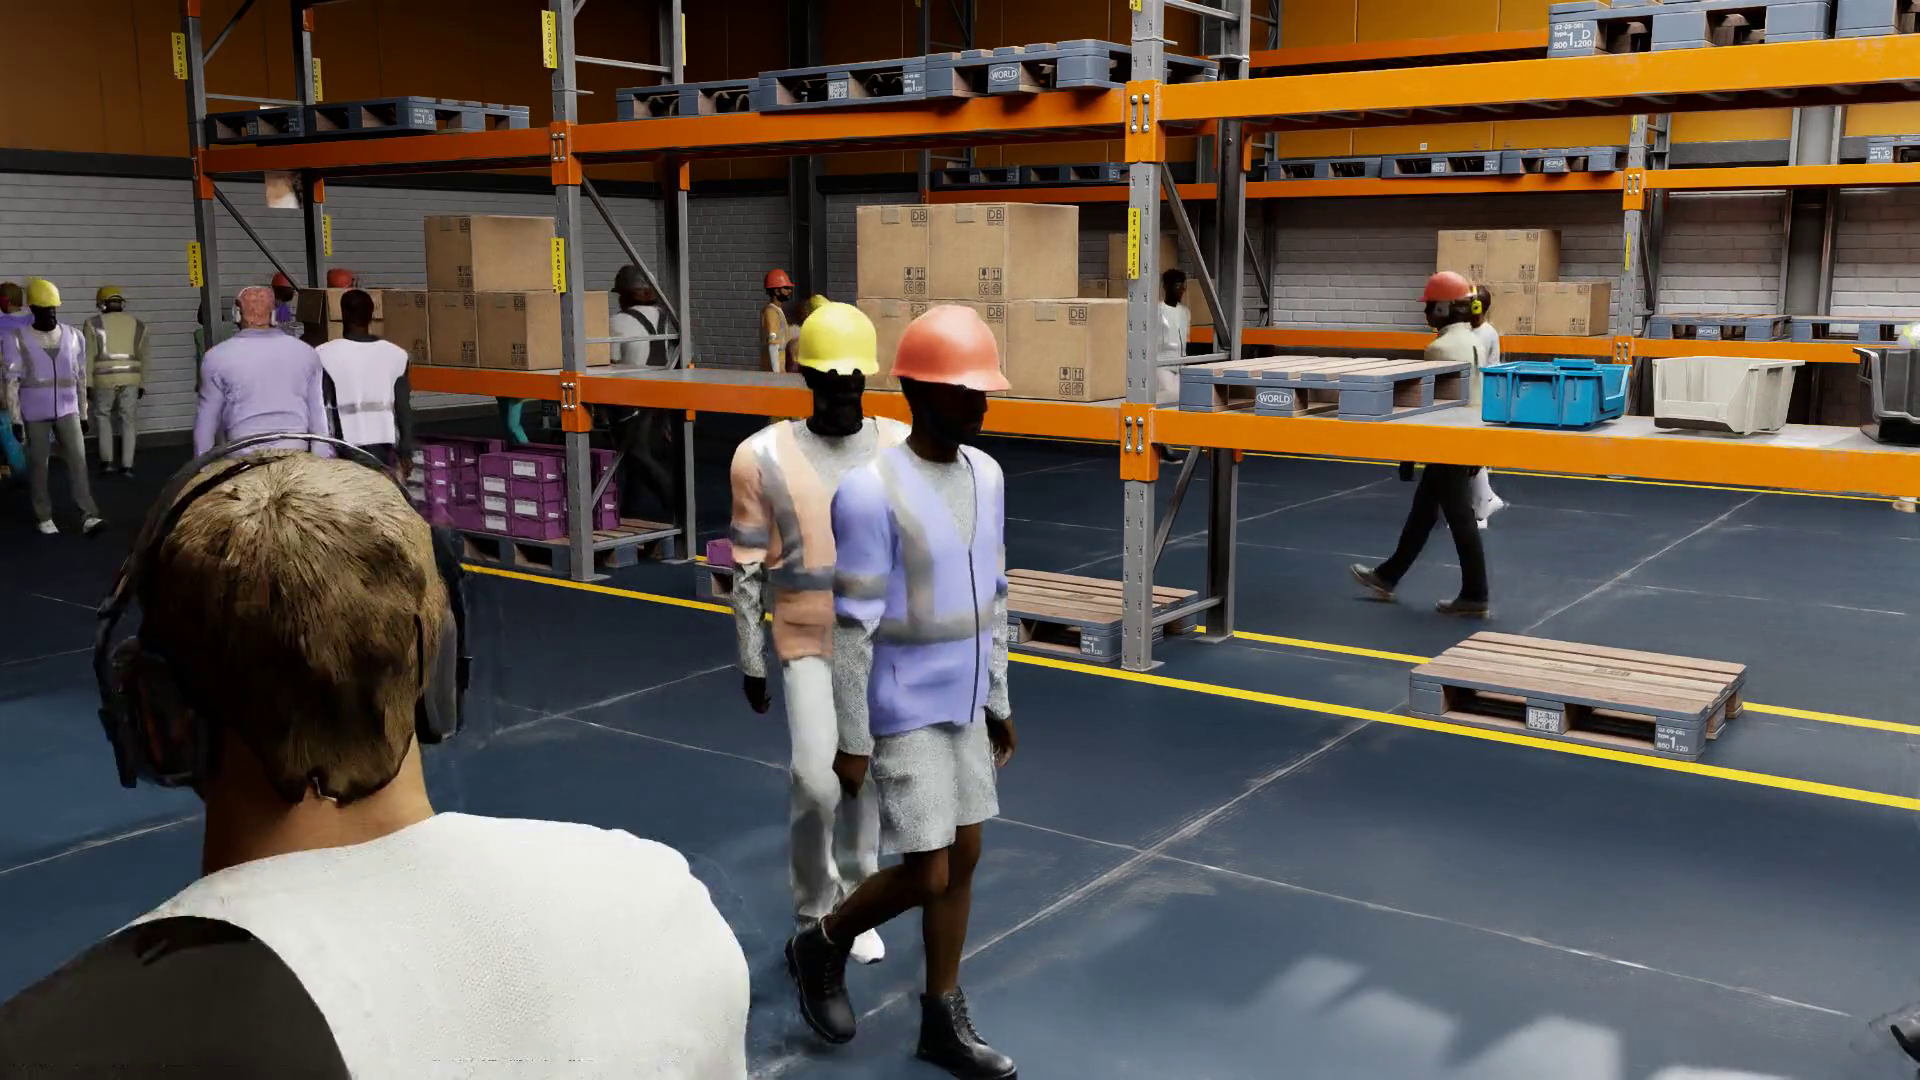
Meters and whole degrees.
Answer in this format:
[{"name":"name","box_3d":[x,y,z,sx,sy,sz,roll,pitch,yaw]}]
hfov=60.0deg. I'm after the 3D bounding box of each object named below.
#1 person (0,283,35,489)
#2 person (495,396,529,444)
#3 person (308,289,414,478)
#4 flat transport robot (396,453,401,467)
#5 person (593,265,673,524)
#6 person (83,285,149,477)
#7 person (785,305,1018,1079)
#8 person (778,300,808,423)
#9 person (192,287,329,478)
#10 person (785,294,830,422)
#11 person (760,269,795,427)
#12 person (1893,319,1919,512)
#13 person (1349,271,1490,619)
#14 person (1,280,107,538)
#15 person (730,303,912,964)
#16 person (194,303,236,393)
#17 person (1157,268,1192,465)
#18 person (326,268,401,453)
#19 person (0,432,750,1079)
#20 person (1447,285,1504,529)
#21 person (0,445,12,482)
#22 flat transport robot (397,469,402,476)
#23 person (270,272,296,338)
[{"name":"person","box_3d":[-8.298,-1.350,14.712,0.446,1.830,0.577,5,11,26]},{"name":"person","box_3d":[-4.209,-1.429,15.445,0.427,1.740,0.537,-9,13,-42]},{"name":"person","box_3d":[-3.617,-0.586,10.114,1.052,1.864,0.590,8,12,39]},{"name":"flat transport robot","box_3d":[-5.146,-0.637,15.094,0.652,0.197,1.431,-3,10,-18]},{"name":"person","box_3d":[-2.327,-1.051,12.296,0.928,2.000,0.683,6,11,31]},{"name":"person","box_3d":[-7.939,-1.487,15.640,0.613,1.789,0.565,-9,13,-42]},{"name":"person","box_3d":[-0.110,0.392,4.068,0.566,1.923,0.556,7,12,35]},{"name":"person","box_3d":[-1.705,-1.771,17.853,0.681,1.615,0.505,9,13,43]},{"name":"person","box_3d":[-3.906,-0.455,9.225,0.675,1.869,0.856,-9,13,-42]},{"name":"person","box_3d":[-1.077,-0.982,12.702,0.524,1.770,0.315,-4,10,-23]},{"name":"person","box_3d":[-1.765,-1.651,16.164,0.350,1.942,0.547,0,10,-3]},{"name":"person","box_3d":[7.761,-1.113,13.292,0.665,1.833,0.455,2,10,11]},{"name":"person","box_3d":[2.664,-0.550,9.559,0.962,1.951,0.647,7,12,35]},{"name":"person","box_3d":[-6.597,-0.933,12.087,0.994,1.872,0.607,9,13,43]},{"name":"person","box_3d":[-0.314,0.302,4.656,0.601,1.907,0.609,-3,10,-20]},{"name":"person","box_3d":[-7.583,-1.632,16.970,0.282,1.633,0.498,4,10,24]},{"name":"person","box_3d":[2.075,-1.703,16.447,0.647,1.947,0.423,-9,13,-42]},{"name":"person","box_3d":[-5.590,-1.565,15.621,0.704,1.958,0.670,-4,10,-22]},{"name":"person","box_3d":[-0.369,0.882,1.185,0.781,1.916,0.637,9,13,43]},{"name":"person","box_3d":[3.825,-0.976,12.449,0.412,1.847,0.493,1,10,7]},{"name":"person","box_3d":[-8.936,-1.376,15.256,0.322,1.697,0.531,0,10,-2]},{"name":"flat transport robot","box_3d":[-4.558,-0.489,14.212,1.431,0.197,0.652,-3,10,-18]},{"name":"person","box_3d":[-7.496,-1.976,18.205,0.639,1.914,0.553,-7,12,-35]}]
